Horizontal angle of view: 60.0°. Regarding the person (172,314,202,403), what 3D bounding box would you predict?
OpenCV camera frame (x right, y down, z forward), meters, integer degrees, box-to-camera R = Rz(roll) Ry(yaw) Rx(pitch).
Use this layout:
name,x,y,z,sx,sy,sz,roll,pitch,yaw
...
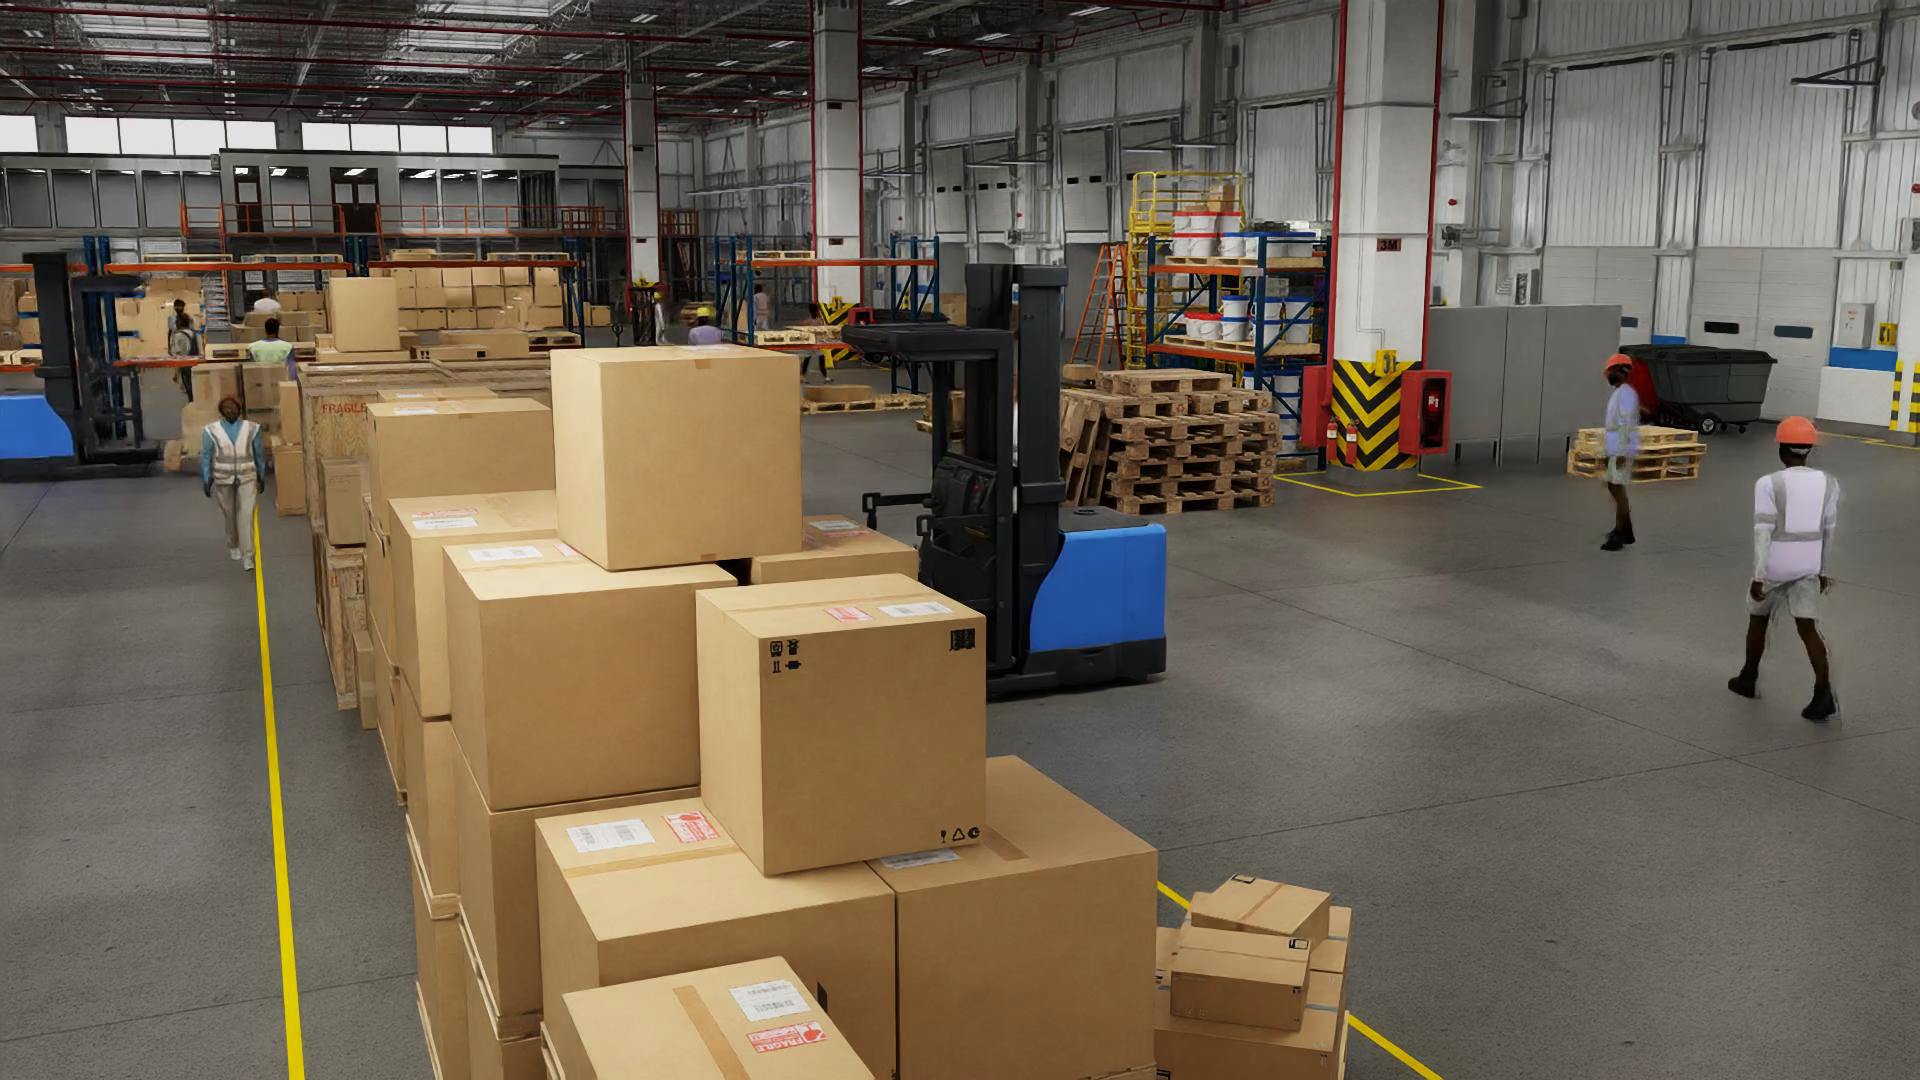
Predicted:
name,x,y,z,sx,sy,sz,roll,pitch,yaw
person,-12.215,-2.659,26.325,0.648,1.816,0.518,3,11,18

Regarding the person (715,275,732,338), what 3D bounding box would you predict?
name,x,y,z,sx,sy,sz,roll,pitch,yaw
person,-6.949,-6.770,48.622,0.633,1.922,0.656,4,11,21

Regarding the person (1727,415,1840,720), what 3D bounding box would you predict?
name,x,y,z,sx,sy,sz,roll,pitch,yaw
person,5.283,0.163,10.523,0.560,1.899,0.974,-1,10,-4

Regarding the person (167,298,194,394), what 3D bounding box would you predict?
name,x,y,z,sx,sy,sz,roll,pitch,yaw
person,-15.066,-3.758,32.211,0.537,1.860,0.508,-2,10,-8

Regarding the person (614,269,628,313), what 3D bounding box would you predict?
name,x,y,z,sx,sy,sz,roll,pitch,yaw
person,-13.534,-10.001,66.830,0.984,1.792,0.627,7,12,32

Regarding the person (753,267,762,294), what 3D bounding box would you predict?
name,x,y,z,sx,sy,sz,roll,pitch,yaw
person,-7.780,-9.557,64.010,0.382,1.918,0.585,0,10,2

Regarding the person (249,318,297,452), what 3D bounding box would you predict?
name,x,y,z,sx,sy,sz,roll,pitch,yaw
person,-9.446,-2.093,22.918,0.594,1.909,0.407,-2,10,-9

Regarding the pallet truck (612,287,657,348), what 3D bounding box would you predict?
name,x,y,z,sx,sy,sz,roll,pitch,yaw
pallet truck,-6.464,-4.406,35.401,0.823,1.965,1.885,6,12,32

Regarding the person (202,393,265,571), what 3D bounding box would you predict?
name,x,y,z,sx,sy,sz,roll,pitch,yaw
person,-6.667,-0.558,15.279,0.527,1.605,0.810,-5,11,-23

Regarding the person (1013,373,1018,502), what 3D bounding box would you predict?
name,x,y,z,sx,sy,sz,roll,pitch,yaw
person,0.614,-0.586,14.670,0.343,1.882,0.579,-5,11,-25

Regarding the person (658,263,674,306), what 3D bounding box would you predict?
name,x,y,z,sx,sy,sz,roll,pitch,yaw
person,-13.162,-11.335,73.756,0.954,1.952,0.651,-1,10,-5

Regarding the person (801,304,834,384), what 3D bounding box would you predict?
name,x,y,z,sx,sy,sz,roll,pitch,yaw
person,-3.007,-4.042,34.349,0.886,1.644,0.546,9,14,42

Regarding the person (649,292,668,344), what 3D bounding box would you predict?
name,x,y,z,sx,sy,sz,roll,pitch,yaw
person,-7.334,-5.219,40.678,0.814,1.710,0.486,-3,11,-16

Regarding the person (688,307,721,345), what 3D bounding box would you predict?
name,x,y,z,sx,sy,sz,roll,pitch,yaw
person,-4.206,-2.879,27.344,0.596,1.869,1.028,-6,12,-31

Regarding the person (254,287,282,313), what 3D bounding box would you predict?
name,x,y,z,sx,sy,sz,roll,pitch,yaw
person,-15.405,-4.705,37.262,0.665,1.914,0.722,2,10,10

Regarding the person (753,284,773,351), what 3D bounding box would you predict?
name,x,y,z,sx,sy,sz,roll,pitch,yaw
person,-5.296,-5.913,44.241,0.906,1.813,0.627,9,14,42

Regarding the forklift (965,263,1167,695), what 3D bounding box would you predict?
name,x,y,z,sx,sy,sz,roll,pitch,yaw
forklift,0.371,-0.447,11.152,1.873,2.768,1.129,-4,11,-23

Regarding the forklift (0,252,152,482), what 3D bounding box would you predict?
name,x,y,z,sx,sy,sz,roll,pitch,yaw
forklift,-11.317,-2.208,20.856,1.873,2.768,1.129,-4,11,-23

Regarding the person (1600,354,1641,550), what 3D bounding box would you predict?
name,x,y,z,sx,sy,sz,roll,pitch,yaw
person,6.421,-0.851,16.153,0.388,1.885,0.662,3,11,14
